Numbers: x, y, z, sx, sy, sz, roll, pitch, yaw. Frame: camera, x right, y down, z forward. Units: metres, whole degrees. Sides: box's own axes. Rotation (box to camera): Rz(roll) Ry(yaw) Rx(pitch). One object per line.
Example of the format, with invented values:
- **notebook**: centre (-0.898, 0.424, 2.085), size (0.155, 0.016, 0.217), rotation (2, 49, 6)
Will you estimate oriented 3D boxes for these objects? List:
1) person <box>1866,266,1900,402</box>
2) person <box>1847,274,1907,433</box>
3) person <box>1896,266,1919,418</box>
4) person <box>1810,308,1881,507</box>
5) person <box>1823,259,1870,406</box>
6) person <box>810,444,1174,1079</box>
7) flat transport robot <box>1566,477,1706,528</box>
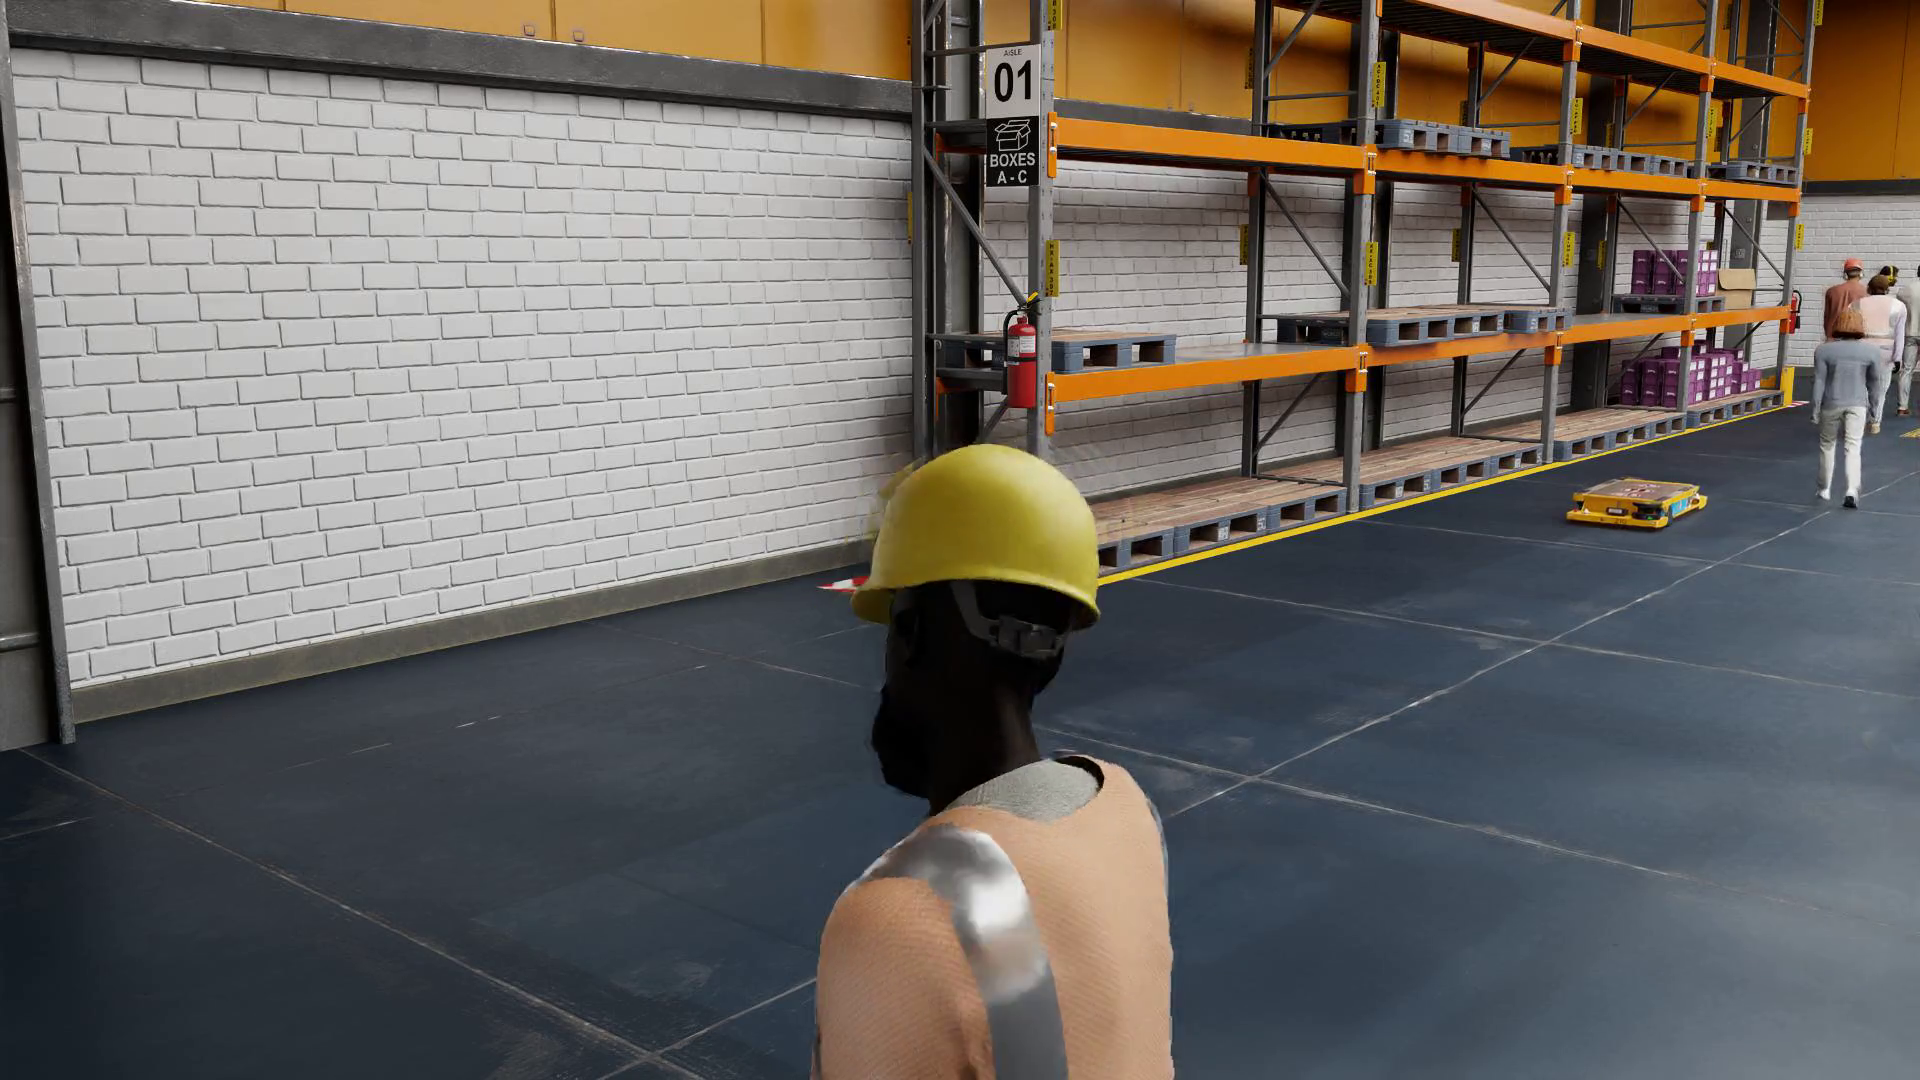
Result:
- **person**: centre (12.336, -2.770, 22.451), size (0.492, 1.835, 0.544), rotation (1, 10, 6)
- **person**: centre (10.086, -2.036, 18.415), size (0.629, 1.795, 0.984), rotation (5, 11, 28)
- **person**: centre (11.789, -2.464, 20.399), size (0.372, 1.940, 0.627), rotation (-8, 13, -37)
- **person**: centre (7.173, -1.076, 13.483), size (0.511, 1.600, 0.836), rotation (4, 11, 20)
- **person**: centre (11.237, -2.578, 21.076), size (0.603, 1.926, 0.990), rotation (9, 13, 41)
- **person**: centre (0.017, 0.858, 1.651), size (0.388, 1.881, 0.641), rotation (5, 11, 25)
- **flat transport robot**: centre (5.235, -0.300, 12.827), size (0.652, 0.197, 1.431), rotation (7, 12, 37)
